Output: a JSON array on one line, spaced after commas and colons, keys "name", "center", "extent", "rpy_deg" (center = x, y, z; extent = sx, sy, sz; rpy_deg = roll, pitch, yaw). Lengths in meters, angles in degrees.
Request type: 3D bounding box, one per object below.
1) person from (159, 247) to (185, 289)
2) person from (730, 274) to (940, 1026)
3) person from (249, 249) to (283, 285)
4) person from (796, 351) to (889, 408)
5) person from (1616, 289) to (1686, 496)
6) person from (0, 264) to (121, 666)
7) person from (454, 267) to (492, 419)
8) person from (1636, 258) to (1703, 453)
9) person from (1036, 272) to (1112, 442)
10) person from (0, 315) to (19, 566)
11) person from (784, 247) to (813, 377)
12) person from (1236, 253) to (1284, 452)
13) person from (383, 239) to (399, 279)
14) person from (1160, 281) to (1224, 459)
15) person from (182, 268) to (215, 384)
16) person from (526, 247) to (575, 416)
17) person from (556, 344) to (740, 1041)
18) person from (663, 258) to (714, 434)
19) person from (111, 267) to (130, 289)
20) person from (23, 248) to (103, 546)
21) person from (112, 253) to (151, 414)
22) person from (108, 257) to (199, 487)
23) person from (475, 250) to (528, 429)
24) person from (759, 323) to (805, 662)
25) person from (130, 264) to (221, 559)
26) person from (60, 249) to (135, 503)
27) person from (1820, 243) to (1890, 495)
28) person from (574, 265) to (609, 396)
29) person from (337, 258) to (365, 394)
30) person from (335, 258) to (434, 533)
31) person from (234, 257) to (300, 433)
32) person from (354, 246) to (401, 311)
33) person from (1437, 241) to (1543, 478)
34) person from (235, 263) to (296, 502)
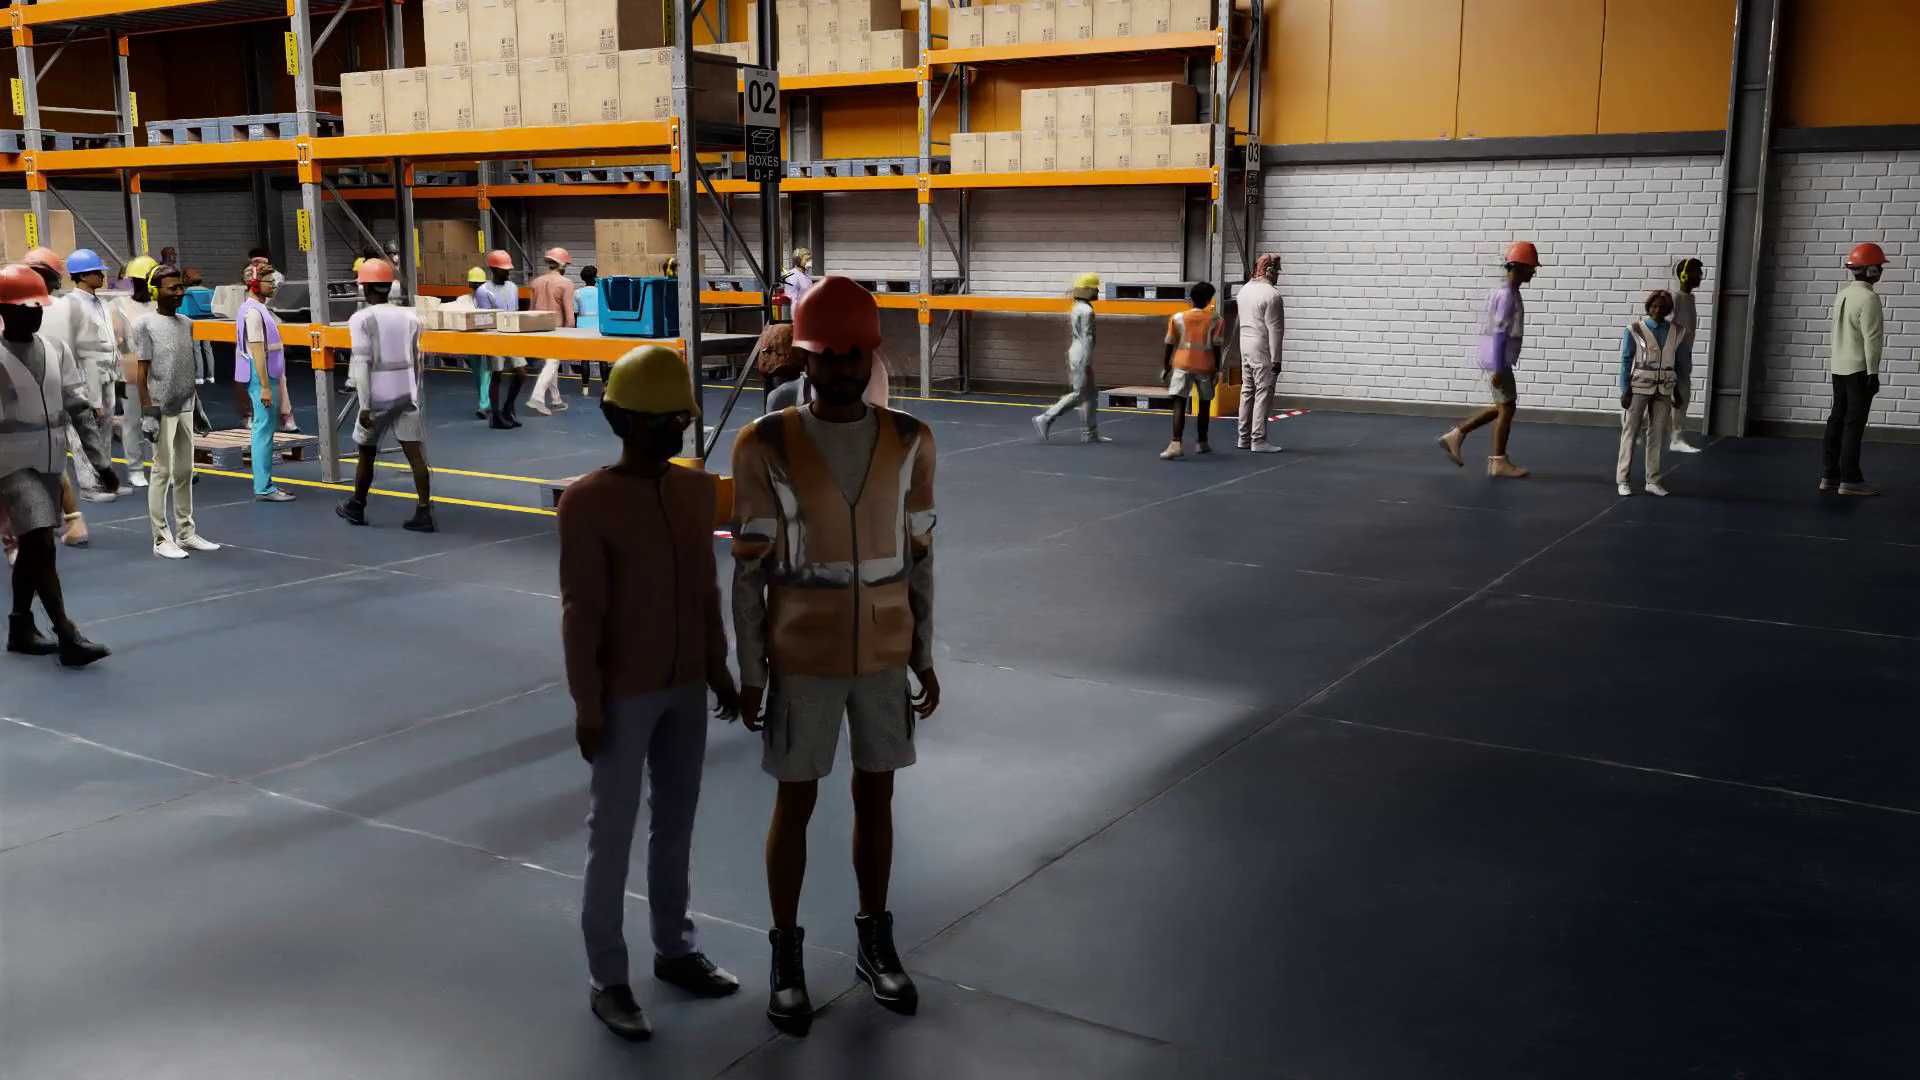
[{"name": "person", "center": [-12.956, -3.863, 27.401], "extent": [0.651, 1.909, 0.409], "rpy_deg": [9, 13, 40]}, {"name": "person", "center": [-0.304, 0.293, 4.292], "extent": [0.551, 1.935, 0.372], "rpy_deg": [-4, 11, -20]}, {"name": "person", "center": [-10.079, -3.262, 24.113], "extent": [0.547, 1.887, 0.648], "rpy_deg": [7, 12, 34]}, {"name": "person", "center": [-0.524, -0.185, 7.231], "extent": [0.435, 1.831, 0.652], "rpy_deg": [3, 11, 16]}, {"name": "person", "center": [5.471, -1.159, 13.170], "extent": [0.514, 1.637, 0.315], "rpy_deg": [-1, 10, -3]}, {"name": "person", "center": [-4.349, -0.348, 7.932], "extent": [0.891, 1.895, 0.562], "rpy_deg": [4, 11, 20]}, {"name": "person", "center": [-5.486, -2.247, 18.993], "extent": [0.536, 1.709, 0.946], "rpy_deg": [0, 10, -2]}, {"name": "person", "center": [6.813, -1.763, 15.923], "extent": [0.608, 1.859, 0.518], "rpy_deg": [10, 14, 43]}, {"name": "person", "center": [1.140, -1.805, 16.553], "extent": [0.735, 1.717, 0.491], "rpy_deg": [-1, 10, -7]}, {"name": "person", "center": [-5.946, -0.722, 10.052], "extent": [0.642, 1.898, 0.399], "rpy_deg": [-9, 14, -41]}, {"name": "person", "center": [-1.991, -2.671, 20.710], "extent": [0.354, 1.937, 0.635], "rpy_deg": [2, 10, 12]}, {"name": "person", "center": [2.899, -1.780, 15.908], "extent": [0.403, 1.897, 0.654], "rpy_deg": [-4, 11, -21]}, {"name": "person", "center": [-8.234, -3.370, 24.303], "extent": [0.536, 2.000, 0.683], "rpy_deg": [5, 11, 26]}, {"name": "person", "center": [2.171, -1.586, 15.529], "extent": [0.566, 1.647, 0.836], "rpy_deg": [1, 10, 7]}, {"name": "person", "center": [-10.764, -3.012, 23.450], "extent": [0.283, 1.633, 0.498], "rpy_deg": [4, 11, 19]}, {"name": "person", "center": [-4.832, -2.431, 19.401], "extent": [0.662, 1.948, 0.906], "rpy_deg": [5, 11, 25]}, {"name": "person", "center": [-0.790, 0.376, 4.305], "extent": [0.324, 1.763, 0.541], "rpy_deg": [7, 12, 35]}, {"name": "person", "center": [-2.872, -1.975, 17.141], "extent": [0.885, 1.830, 0.553], "rpy_deg": [2, 10, 12]}, {"name": "person", "center": [-12.208, -3.196, 24.461], "extent": [0.500, 1.636, 0.284], "rpy_deg": [-3, 11, -18]}, {"name": "person", "center": [-6.116, -0.955, 11.150], "extent": [1.055, 1.974, 0.624], "rpy_deg": [10, 14, 43]}, {"name": "person", "center": [-9.650, -2.431, 19.554], "extent": [0.592, 1.897, 0.841], "rpy_deg": [-6, 12, -30]}, {"name": "person", "center": [-6.551, -1.328, 13.443], "extent": [0.997, 1.870, 0.601], "rpy_deg": [9, 14, 41]}, {"name": "person", "center": [-4.886, -2.125, 17.743], "extent": [0.490, 1.914, 0.572], "rpy_deg": [7, 12, 33]}, {"name": "person", "center": [-0.800, -0.209, 7.921], "extent": [0.286, 1.632, 0.501], "rpy_deg": [3, 11, 15]}, {"name": "person", "center": [-5.031, -0.823, 10.659], "extent": [0.327, 1.874, 0.520], "rpy_deg": [3, 11, 15]}, {"name": "person", "center": [-6.735, -1.269, 12.906], "extent": [0.375, 1.950, 0.614], "rpy_deg": [0, 10, -1]}, {"name": "person", "center": [7.175, -1.363, 13.303], "extent": [0.375, 1.997, 0.611], "rpy_deg": [0, 10, 1]}, {"name": "person", "center": [-4.775, -2.707, 21.573], "extent": [0.536, 1.699, 0.322], "rpy_deg": [-2, 10, -10]}, {"name": "person", "center": [-7.870, -2.831, 22.029], "extent": [0.614, 1.792, 0.847], "rpy_deg": [5, 11, 25]}, {"name": "person", "center": [-4.042, -1.009, 11.645], "extent": [0.971, 1.884, 0.574], "rpy_deg": [8, 13, 37]}, {"name": "person", "center": [-7.394, -2.051, 17.551], "extent": [1.018, 1.851, 0.654], "rpy_deg": [10, 14, 43]}, {"name": "person", "center": [-6.355, -2.231, 18.196], "extent": [0.607, 1.966, 0.367], "rpy_deg": [-7, 12, -33]}, {"name": "person", "center": [4.544, -1.531, 14.190], "extent": [0.735, 2.014, 0.638], "rpy_deg": [3, 11, 18]}, {"name": "person", "center": [-5.421, -1.215, 12.899], "extent": [0.376, 1.844, 0.572], "rpy_deg": [-4, 11, -23]}]
